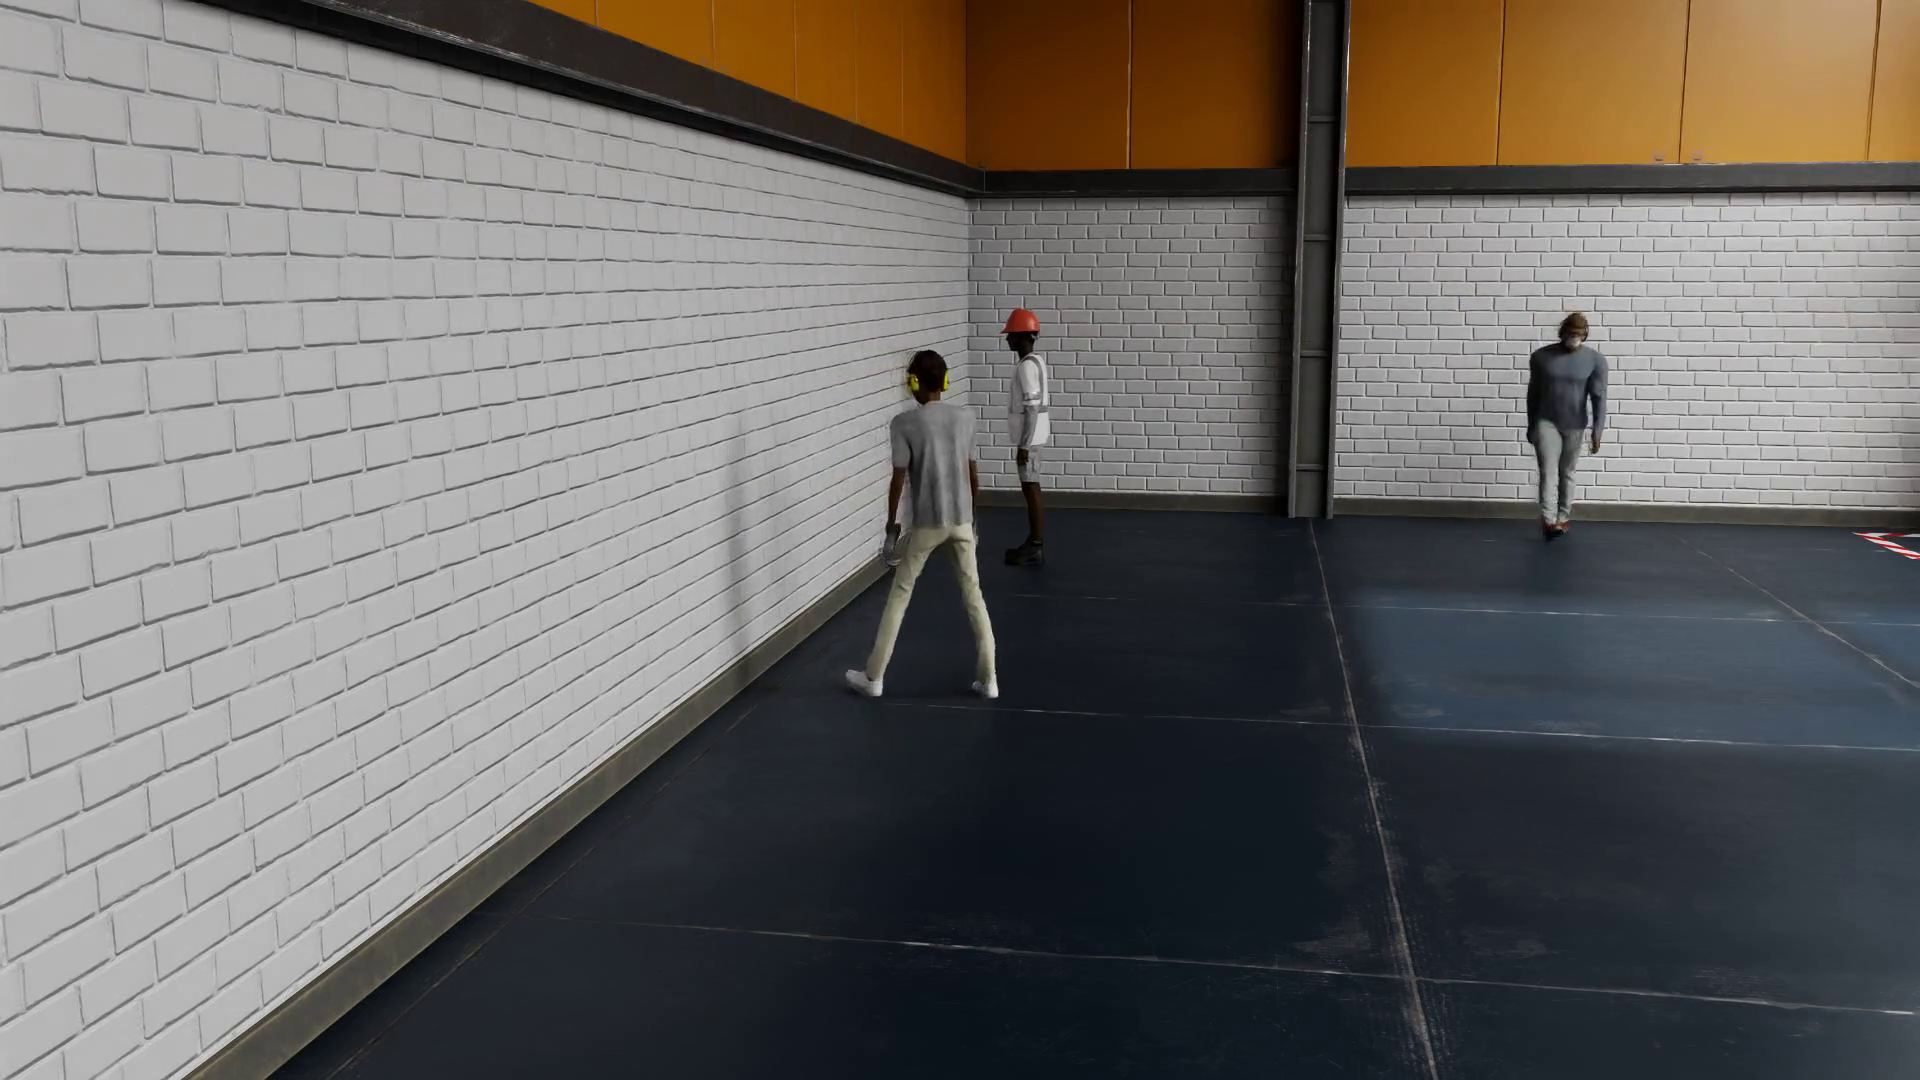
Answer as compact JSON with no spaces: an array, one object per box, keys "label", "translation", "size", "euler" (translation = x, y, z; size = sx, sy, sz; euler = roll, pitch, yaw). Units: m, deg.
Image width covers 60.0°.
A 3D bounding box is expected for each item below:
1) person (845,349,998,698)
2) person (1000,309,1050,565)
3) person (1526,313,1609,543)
[{"label":"person","translation":[-0.205,-0.075,8.660],"size":[0.711,1.829,0.534],"euler":[-4,10,-21]},{"label":"person","translation":[0.487,-0.774,12.604],"size":[0.379,1.937,0.547],"euler":[1,9,7]},{"label":"person","translation":[4.961,-0.916,13.663],"size":[0.647,1.875,0.992],"euler":[5,10,27]}]
